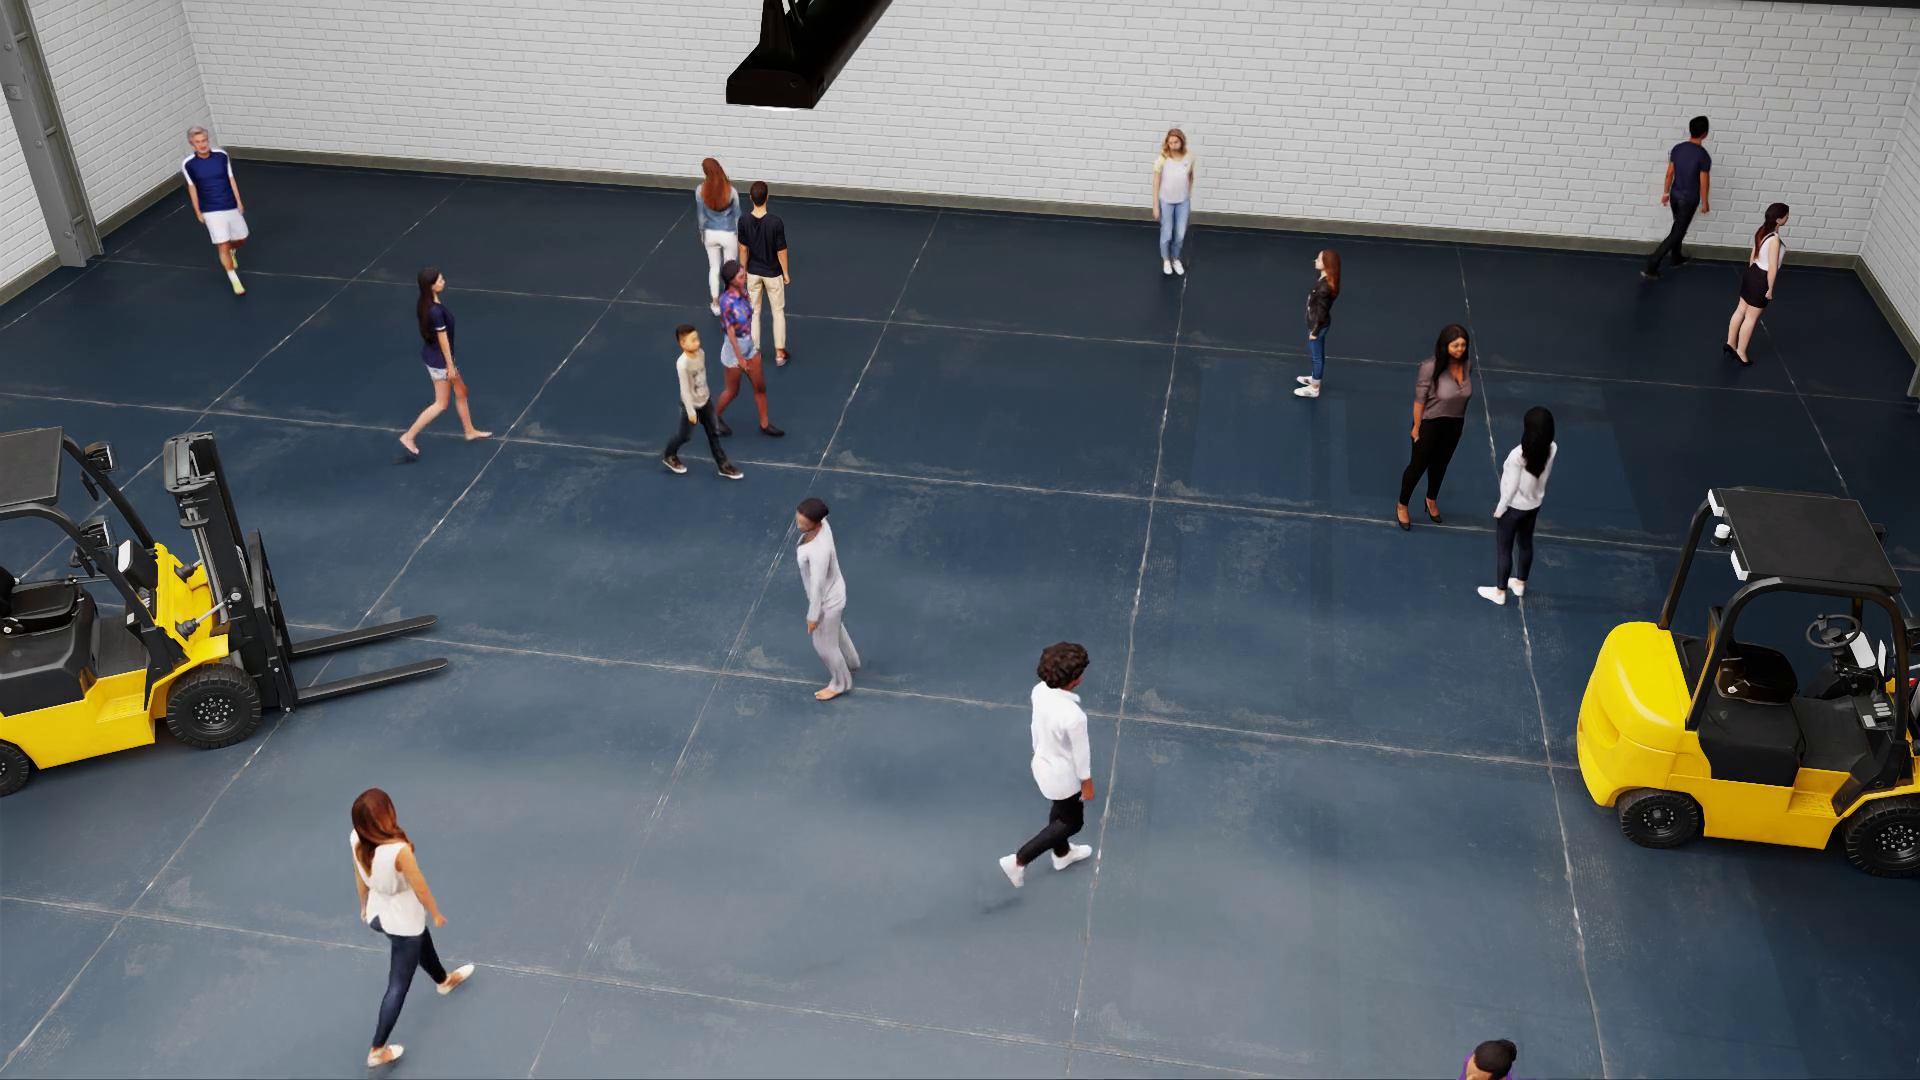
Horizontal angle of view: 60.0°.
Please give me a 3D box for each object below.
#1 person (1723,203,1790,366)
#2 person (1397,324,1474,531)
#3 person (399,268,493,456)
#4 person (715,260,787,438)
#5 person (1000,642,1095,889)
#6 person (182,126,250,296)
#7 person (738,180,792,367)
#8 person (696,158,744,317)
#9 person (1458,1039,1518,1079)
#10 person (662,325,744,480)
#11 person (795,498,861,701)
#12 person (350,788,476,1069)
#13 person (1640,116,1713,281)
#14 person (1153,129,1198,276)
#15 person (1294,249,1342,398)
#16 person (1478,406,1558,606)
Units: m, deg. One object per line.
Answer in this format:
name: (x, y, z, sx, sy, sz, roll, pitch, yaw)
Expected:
person: (7.787, -2.508, 16.232, 0.659, 1.649, 0.520, -2, 34, -3)
person: (3.920, -0.939, 13.699, 0.748, 1.841, 0.765, -11, 35, -17)
person: (-4.687, -1.549, 14.710, 1.052, 1.738, 1.045, -17, 37, -24)
person: (-2.052, -1.681, 14.923, 0.823, 1.722, 0.964, 14, 36, 20)
person: (0.549, 1.423, 10.191, 1.009, 1.790, 0.995, -16, 37, -23)
person: (-7.866, -3.539, 17.625, 1.019, 1.824, 1.064, -22, 40, -30)
person: (-1.898, -2.589, 16.171, 0.630, 1.852, 0.541, 5, 34, 7)
person: (-2.459, -3.113, 17.106, 0.650, 1.690, 0.553, 11, 35, 17)
person: (2.574, 2.955, 7.952, 0.963, 1.718, 1.133, -3, 34, -4)
person: (-2.360, -1.192, 14.439, 0.806, 1.442, 0.975, 17, 37, 23)
person: (-0.912, 0.381, 11.835, 0.929, 1.706, 0.704, 5, 34, 7)
person: (-3.155, 2.149, 9.138, 0.878, 1.747, 1.185, 18, 38, 25)
person: (7.701, -3.620, 17.807, 1.092, 1.758, 1.124, -14, 36, -20)
person: (2.292, -3.635, 17.900, 0.731, 1.681, 0.761, -12, 35, -17)
person: (3.402, -2.063, 15.713, 0.633, 1.483, 0.466, 9, 35, 13)
person: (4.329, -0.273, 12.824, 0.698, 1.700, 0.739, -17, 37, -24)
